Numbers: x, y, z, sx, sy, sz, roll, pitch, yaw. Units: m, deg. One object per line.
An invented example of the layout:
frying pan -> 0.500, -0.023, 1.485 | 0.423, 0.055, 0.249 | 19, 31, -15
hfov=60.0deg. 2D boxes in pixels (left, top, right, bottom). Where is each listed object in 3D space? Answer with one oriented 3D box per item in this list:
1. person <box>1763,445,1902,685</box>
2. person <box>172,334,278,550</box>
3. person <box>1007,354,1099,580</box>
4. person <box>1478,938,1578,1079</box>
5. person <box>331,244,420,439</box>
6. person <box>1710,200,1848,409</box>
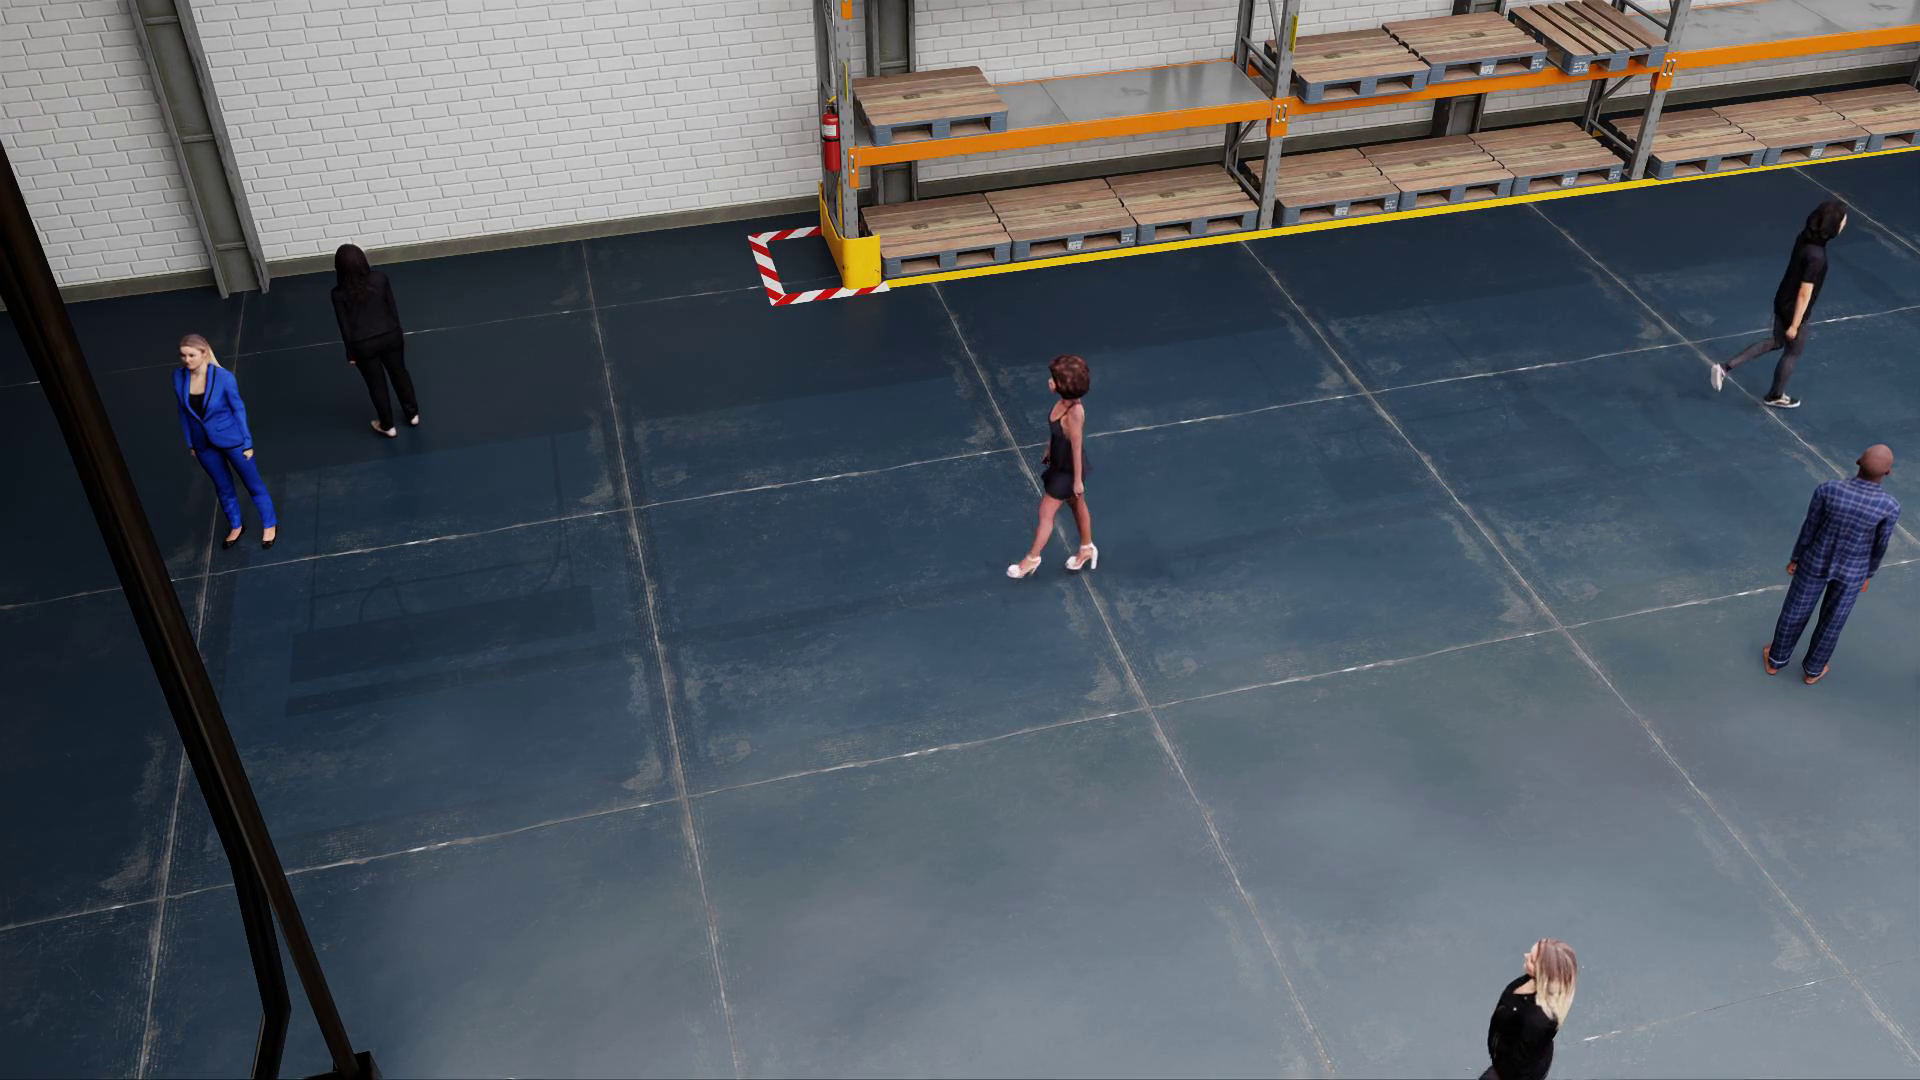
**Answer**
person -> 5.506, 0.151, 10.466 | 0.755, 1.820, 0.823 | 18, 42, 21
person -> -5.151, -0.692, 11.617 | 0.582, 1.701, 0.732 | 0, 39, 1
person -> 0.814, -0.478, 11.296 | 0.927, 1.768, 0.695 | -3, 39, -4
person -> 2.659, 2.464, 7.686 | 0.886, 1.676, 0.826 | 19, 42, 22
person -> -4.478, -1.525, 12.728 | 0.722, 1.616, 0.813 | -32, 48, -33
person -> 6.409, -1.828, 12.952 | 1.069, 1.811, 0.866 | 5, 39, 6
